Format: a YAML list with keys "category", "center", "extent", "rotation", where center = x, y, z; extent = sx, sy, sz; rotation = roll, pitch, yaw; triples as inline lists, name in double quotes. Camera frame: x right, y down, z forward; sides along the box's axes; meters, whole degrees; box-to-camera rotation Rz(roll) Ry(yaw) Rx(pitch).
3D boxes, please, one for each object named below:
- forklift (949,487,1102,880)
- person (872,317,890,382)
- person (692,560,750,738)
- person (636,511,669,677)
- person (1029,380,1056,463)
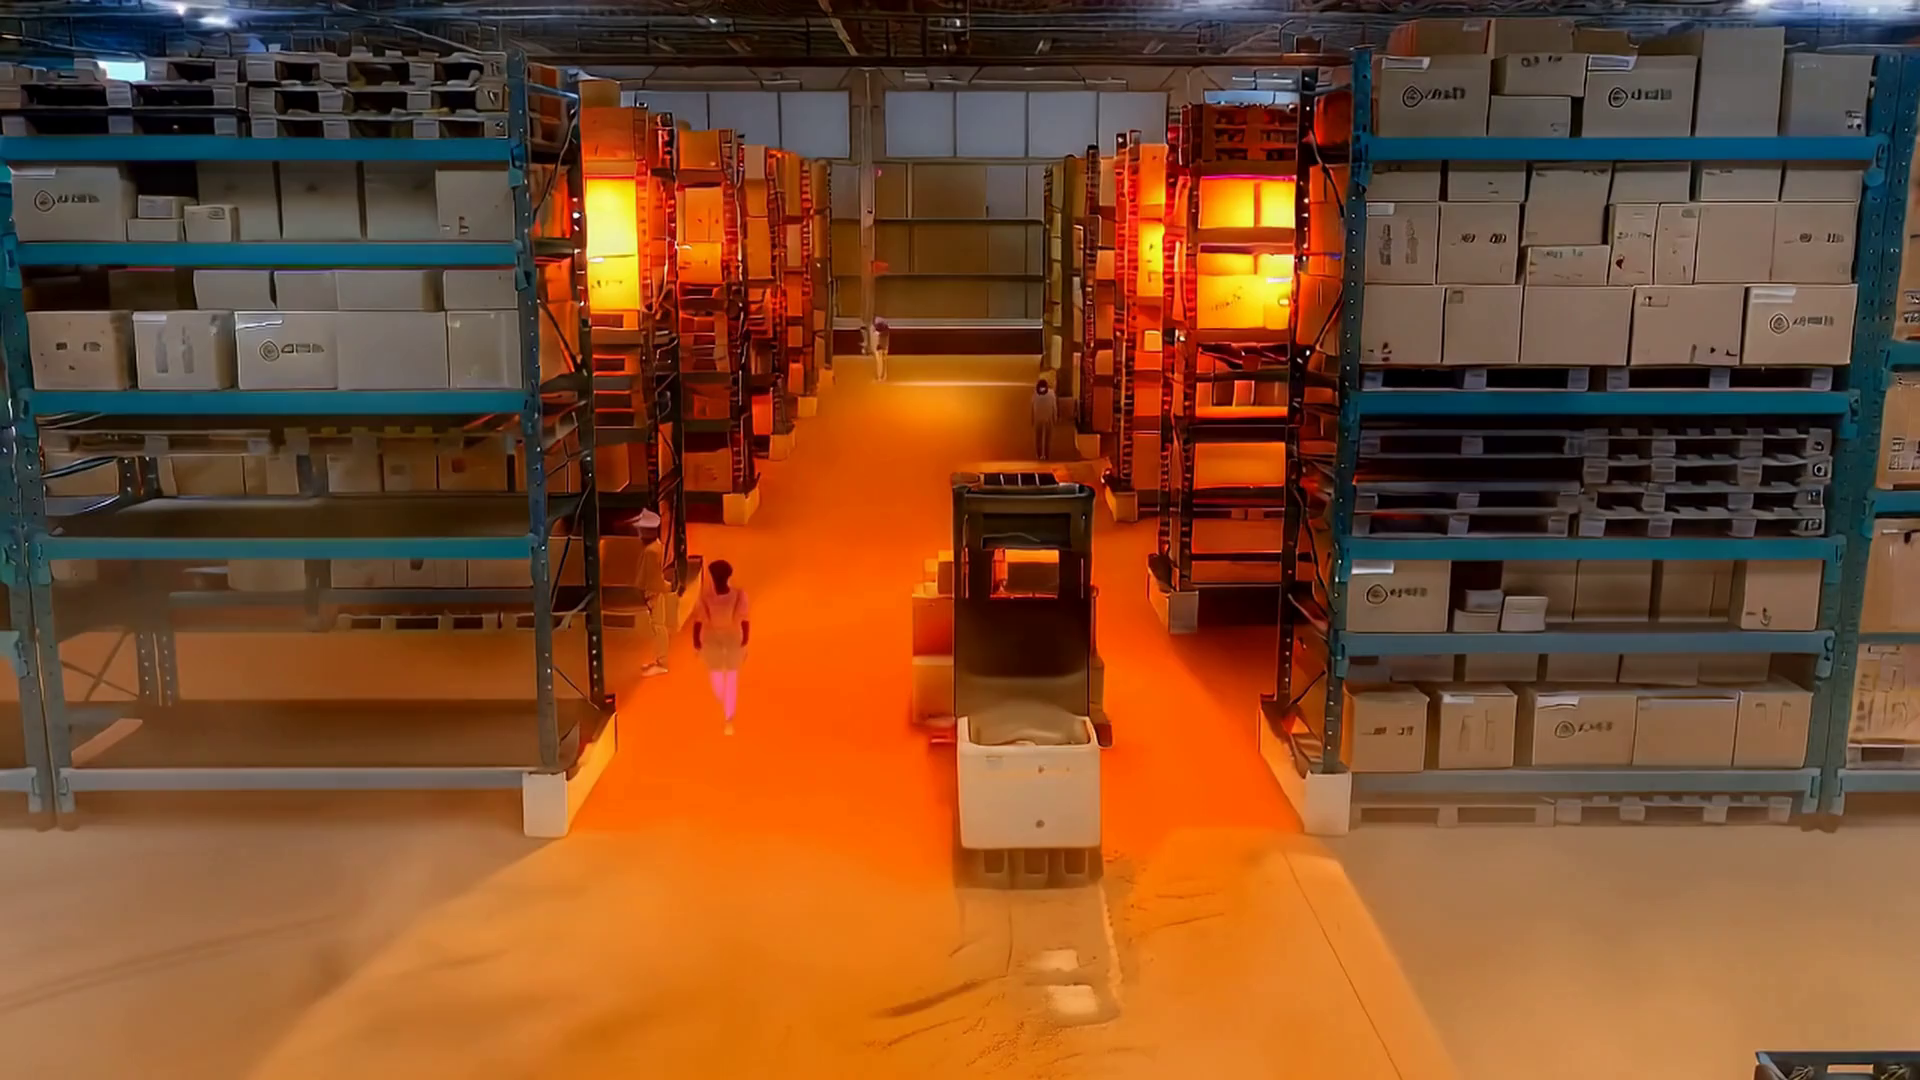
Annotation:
- category: "forklift"
  center: [0.495, 0.986, 12.813]
  extent: [1.129, 2.768, 1.873]
  rotation: [0, 11, -2]
- category: "person"
  center: [-2.265, -5.383, 46.969]
  extent: [0.429, 1.844, 0.624]
  rotation: [9, 14, 38]
- category: "person"
  center: [-2.272, 0.981, 15.884]
  extent: [0.539, 1.657, 0.861]
  rotation: [-1, 11, -4]
- category: "person"
  center: [-3.260, 0.567, 17.663]
  extent: [0.309, 1.769, 0.523]
  rotation: [-3, 12, -14]
- category: "person"
  center: [1.595, -2.303, 32.302]
  extent: [0.519, 1.599, 0.831]
  rotation: [1, 11, 4]
